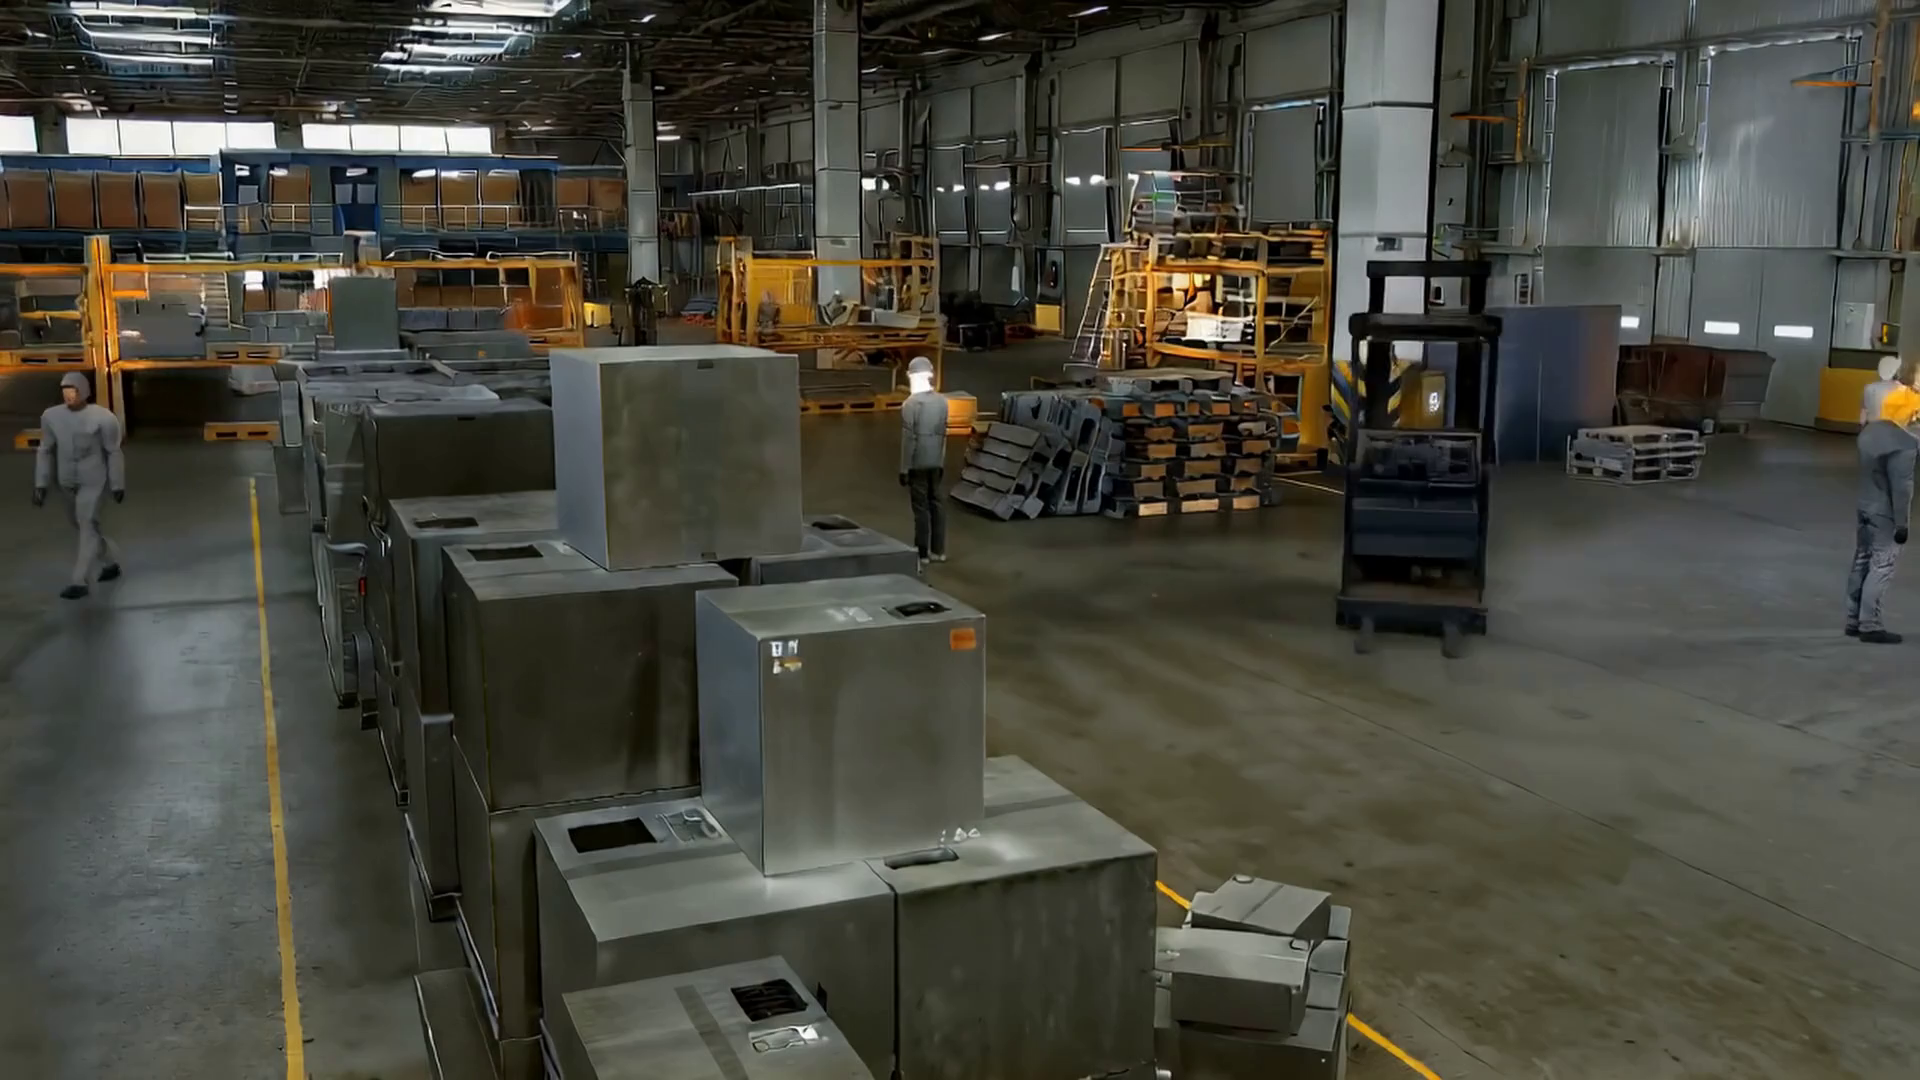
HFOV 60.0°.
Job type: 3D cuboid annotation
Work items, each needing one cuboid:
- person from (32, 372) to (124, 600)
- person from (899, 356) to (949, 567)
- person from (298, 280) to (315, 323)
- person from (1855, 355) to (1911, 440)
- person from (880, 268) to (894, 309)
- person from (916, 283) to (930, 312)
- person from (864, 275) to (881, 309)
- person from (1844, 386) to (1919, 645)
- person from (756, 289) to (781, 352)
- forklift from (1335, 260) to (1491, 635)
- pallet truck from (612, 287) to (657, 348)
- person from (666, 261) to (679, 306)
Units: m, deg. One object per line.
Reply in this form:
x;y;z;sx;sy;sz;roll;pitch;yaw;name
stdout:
-7.458;-0.497;14.189;0.646;1.898;1.032;1;10;4;person
-0.354;-0.718;15.274;0.378;1.924;0.594;8;13;37;person
-17.048;-5.825;43.431;0.367;1.932;0.622;-10;14;-44;person
10.466;-1.254;18.897;0.538;1.688;0.363;-1;10;-7;person
-2.572;-8.717;59.319;0.619;1.945;0.403;-1;10;-6;person
-0.912;-5.511;41.837;1.013;1.888;0.557;4;11;19;person
-2.664;-7.027;50.099;0.605;1.909;0.681;1;10;5;person
6.848;-0.179;12.320;0.390;1.928;0.632;0;10;2;person
-4.452;-4.894;38.589;0.637;1.824;0.588;2;10;10;person
3.665;-0.829;13.254;1.129;2.768;1.873;3;11;16;forklift
-6.464;-4.406;35.401;0.823;1.965;1.885;6;12;32;pallet truck
-12.845;-11.451;74.271;0.613;1.986;0.410;2;11;13;person
